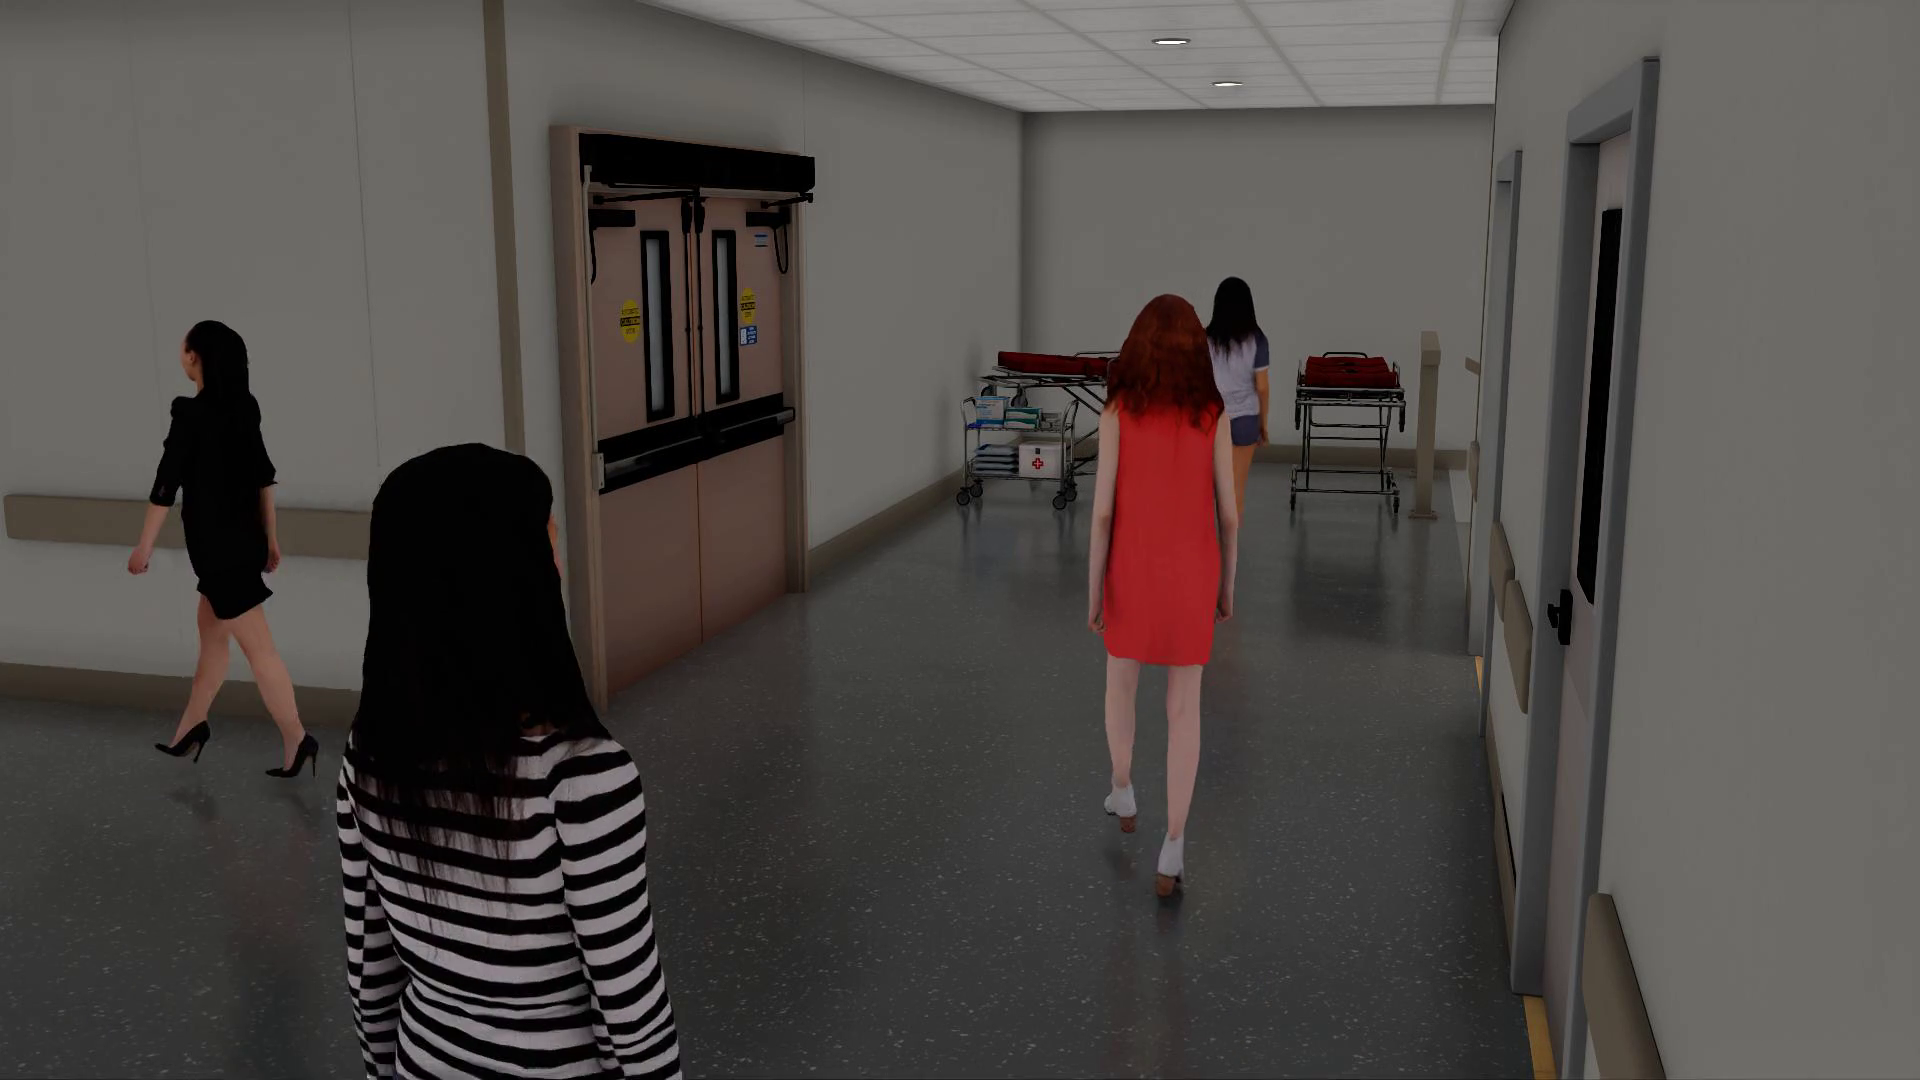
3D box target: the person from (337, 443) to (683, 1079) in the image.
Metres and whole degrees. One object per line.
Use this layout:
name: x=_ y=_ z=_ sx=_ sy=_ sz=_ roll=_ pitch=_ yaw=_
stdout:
person: x=-0.544 y=0.798 z=1.898 sx=0.738 sy=1.778 sz=0.987 roll=6 pitch=12 yaw=28

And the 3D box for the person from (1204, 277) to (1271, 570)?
person: x=1.572 y=-0.654 z=9.697 sx=0.578 sy=1.723 sz=0.581 roll=3 pitch=11 yaw=13

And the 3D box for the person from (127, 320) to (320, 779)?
person: x=-2.554 y=0.072 z=6.031 sx=0.758 sy=1.664 sz=0.890 roll=1 pitch=11 yaw=4

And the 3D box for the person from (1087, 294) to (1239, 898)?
person: x=0.615 y=0.194 z=5.021 sx=0.752 sy=1.799 sz=1.005 roll=0 pitch=11 yaw=2
